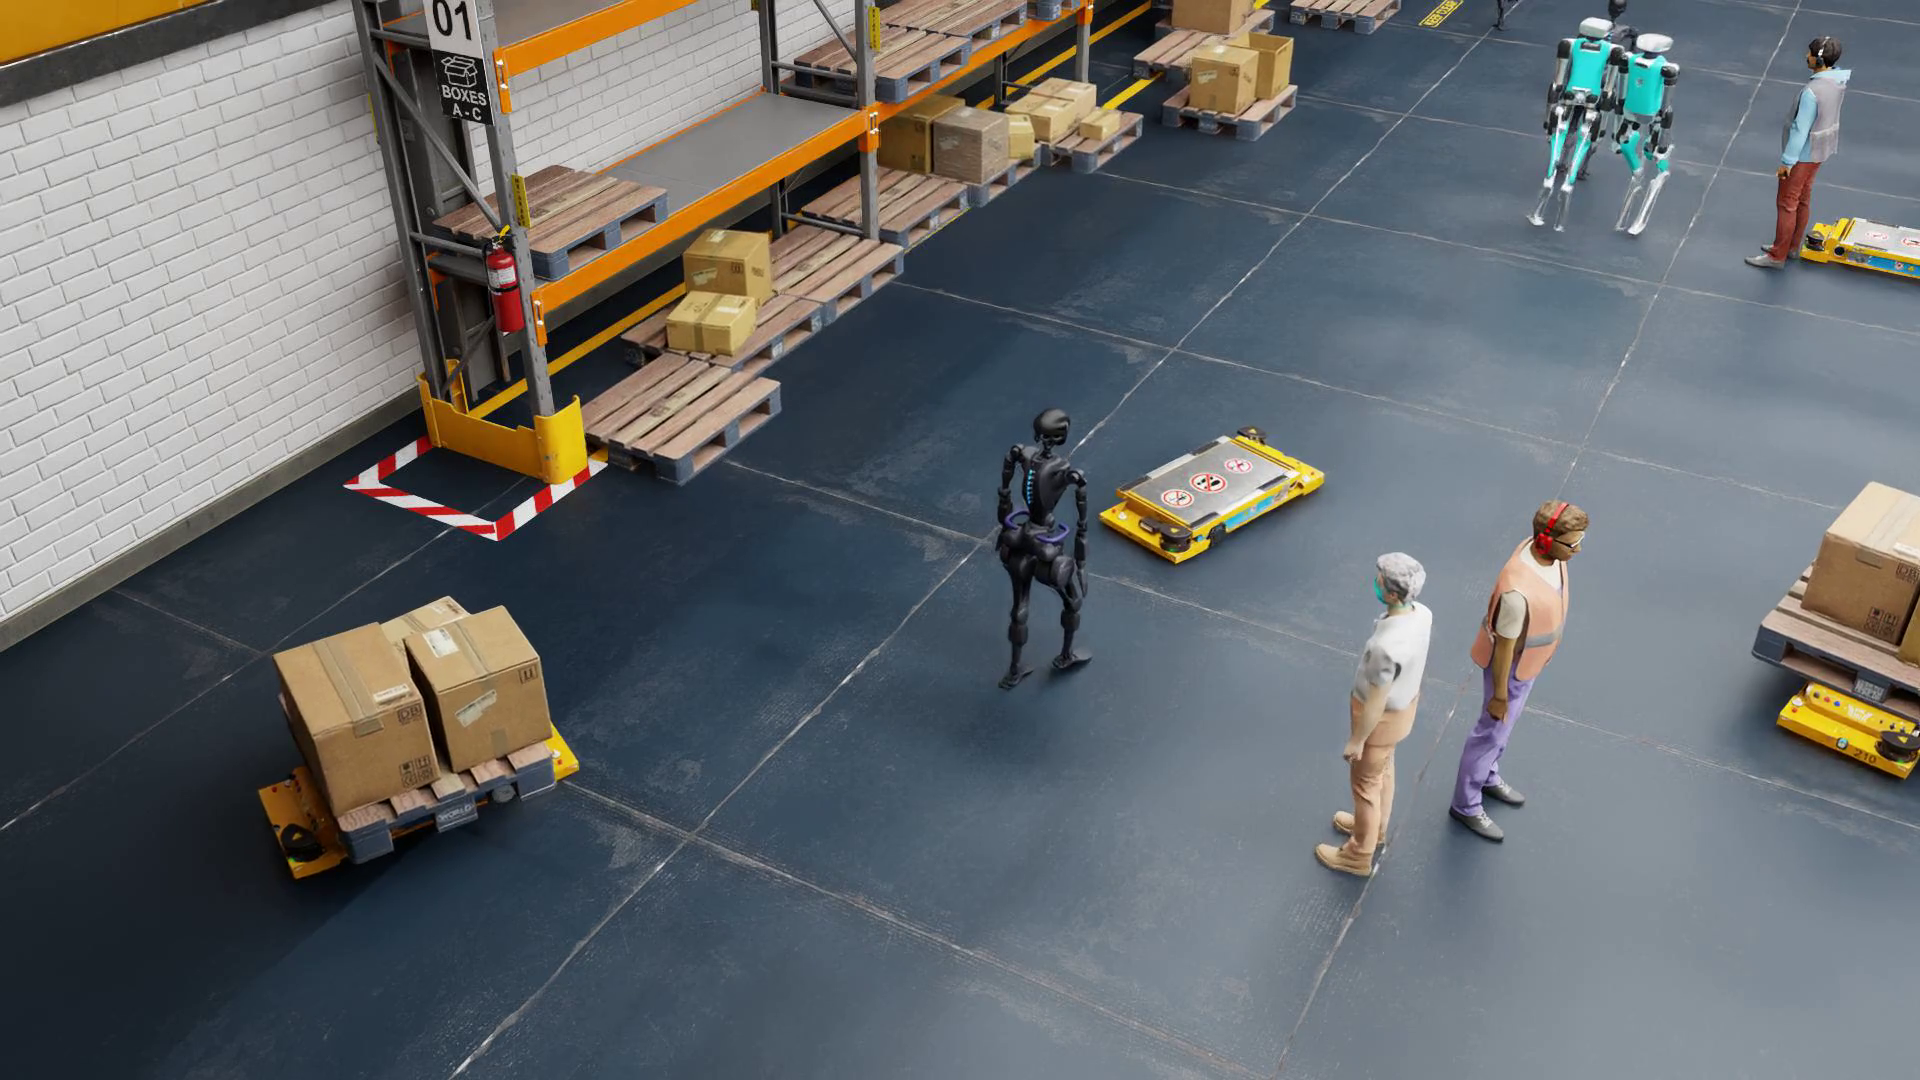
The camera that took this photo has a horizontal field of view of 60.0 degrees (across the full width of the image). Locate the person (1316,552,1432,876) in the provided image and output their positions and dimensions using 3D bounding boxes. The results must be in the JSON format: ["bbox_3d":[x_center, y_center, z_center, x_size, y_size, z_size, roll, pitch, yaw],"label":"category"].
[{"bbox_3d":[1.908,0.798,7.602,0.327,1.739,0.494,20,38,27],"label":"person"}]

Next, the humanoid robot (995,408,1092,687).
[{"bbox_3d":[0.447,0.017,8.856,0.610,1.643,0.602,23,40,30],"label":"humanoid robot"}]

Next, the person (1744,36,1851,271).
[{"bbox_3d":[6.798,-3.096,13.385,0.416,1.870,0.535,28,42,35],"label":"person"}]

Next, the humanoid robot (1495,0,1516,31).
[{"bbox_3d":[6.328,-6.724,19.045,0.587,1.638,0.509,-5,34,-8],"label":"humanoid robot"}]

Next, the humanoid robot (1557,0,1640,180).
[{"bbox_3d":[5.777,-4.114,15.100,0.590,1.635,0.397,10,35,15],"label":"humanoid robot"}]

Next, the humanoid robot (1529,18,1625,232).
[{"bbox_3d":[5.136,-3.423,13.990,0.538,1.781,0.678,16,37,23],"label":"humanoid robot"}]

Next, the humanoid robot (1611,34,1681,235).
[{"bbox_3d":[5.786,-3.370,13.926,0.780,1.792,0.547,-22,39,-29],"label":"humanoid robot"}]

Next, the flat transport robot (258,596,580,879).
[{"bbox_3d":[-2.718,1.179,8.364,1.431,0.231,0.659,-20,38,-27],"label":"flat transport robot"}]

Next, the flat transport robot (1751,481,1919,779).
[{"bbox_3d":[5.041,0.745,9.021,0.659,0.231,1.431,27,42,34],"label":"flat transport robot"}]

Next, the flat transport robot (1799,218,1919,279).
[{"bbox_3d":[7.771,-2.361,13.719,1.431,0.231,0.659,20,38,27],"label":"flat transport robot"}]

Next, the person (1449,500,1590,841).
[{"bbox_3d":[2.600,0.589,7.837,0.375,1.836,0.559,19,38,27],"label":"person"}]

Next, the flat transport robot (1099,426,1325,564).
[{"bbox_3d":[1.624,-0.306,10.611,1.431,0.231,0.659,-26,41,-34],"label":"flat transport robot"}]
